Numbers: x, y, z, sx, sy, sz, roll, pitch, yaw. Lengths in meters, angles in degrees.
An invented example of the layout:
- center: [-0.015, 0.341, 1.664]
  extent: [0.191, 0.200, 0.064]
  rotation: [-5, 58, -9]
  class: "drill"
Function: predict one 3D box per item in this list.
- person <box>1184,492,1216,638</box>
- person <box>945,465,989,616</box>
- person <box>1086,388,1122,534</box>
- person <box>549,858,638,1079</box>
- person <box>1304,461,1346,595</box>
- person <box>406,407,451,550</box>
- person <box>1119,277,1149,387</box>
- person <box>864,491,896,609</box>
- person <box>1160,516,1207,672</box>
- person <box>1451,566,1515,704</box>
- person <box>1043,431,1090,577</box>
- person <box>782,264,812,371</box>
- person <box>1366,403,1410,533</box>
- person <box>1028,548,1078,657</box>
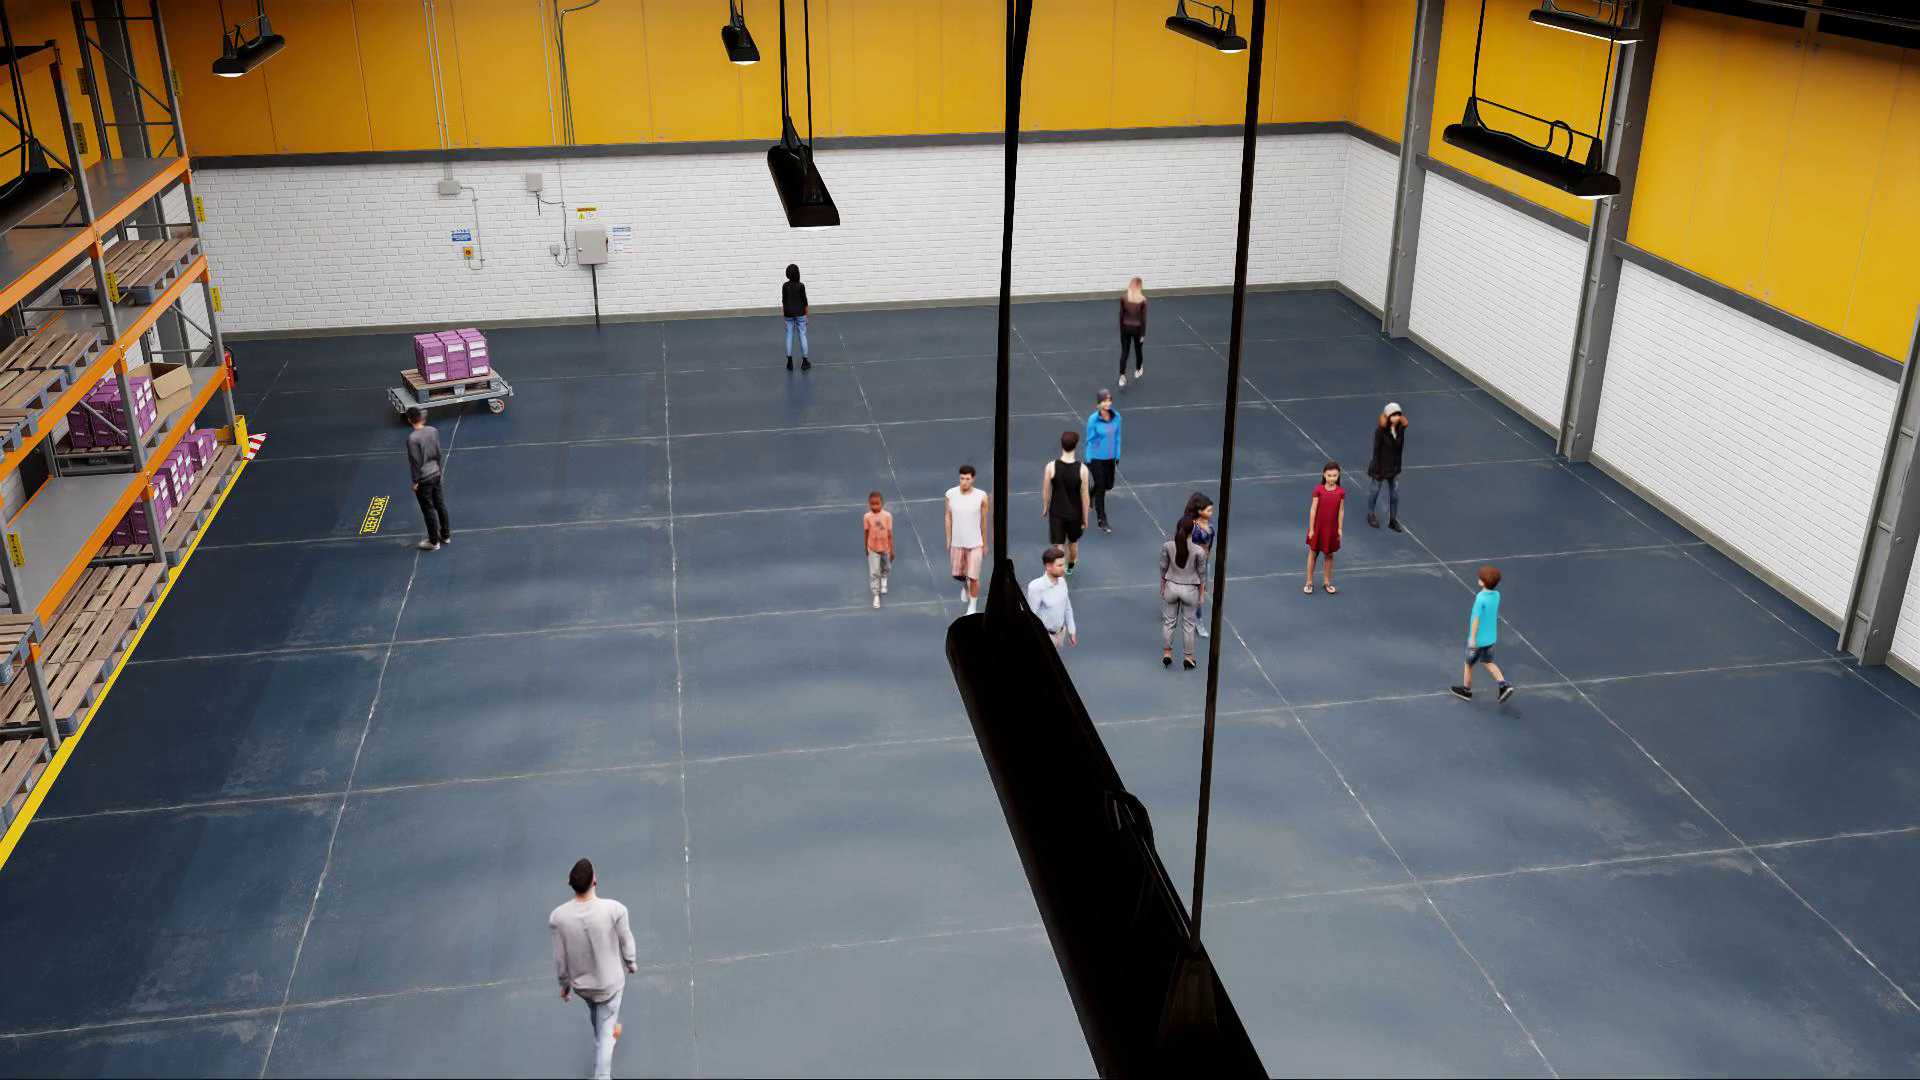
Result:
- center: [2.470, 0.243, 17.708]
  extent: [0.994, 1.607, 0.895]
  rotation: [21, 31, 39]
  class: "person"
- center: [0.115, -0.012, 18.085]
  extent: [0.852, 1.773, 0.972]
  rotation: [6, 24, 14]
  class: "person"
- center: [1.704, -1.003, 20.346]
  extent: [0.740, 1.778, 1.029]
  rotation: [-9, 25, -19]
  class: "person"
- center: [-2.443, 3.000, 11.161]
  extent: [0.842, 1.800, 1.226]
  rotation: [0, 24, 1]
  class: "person"
- center: [4.109, -0.157, 18.692]
  extent: [0.595, 1.553, 0.651]
  rotation: [1, 24, 2]
  class: "person"
- center: [-6.340, -0.750, 19.790]
  extent: [0.760, 1.761, 0.672]
  rotation: [12, 26, 25]
  class: "person"
- center: [2.589, -3.144, 25.389]
  extent: [0.942, 1.662, 1.201]
  rotation: [7, 25, 16]
  class: "person"
- center: [-0.891, 0.047, 18.546]
  extent: [0.543, 1.297, 0.900]
  rotation: [-2, 24, -4]
  class: "person"
- center: [2.254, 0.543, 16.936]
  extent: [0.727, 1.678, 0.753]
  rotation: [9, 25, 19]
  class: "person"
- center: [5.180, 0.960, 16.284]
  extent: [0.762, 1.434, 0.923]
  rotation: [-18, 29, -35]
  class: "person"
- center: [1.164, -0.238, 18.529]
  extent: [0.903, 1.832, 1.269]
  rotation: [3, 24, 7]
  class: "person"
- center: [-2.592, -3.517, 26.192]
  extent: [0.602, 1.702, 0.591]
  rotation: [1, 24, 1]
  class: "person"
- center: [5.174, -0.928, 20.380]
  extent: [0.671, 1.614, 0.819]
  rotation: [-6, 24, -14]
  class: "person"
- center: [0.809, 0.915, 15.907]
  extent: [1.147, 1.819, 1.036]
  rotation: [20, 31, 38]
  class: "person"
